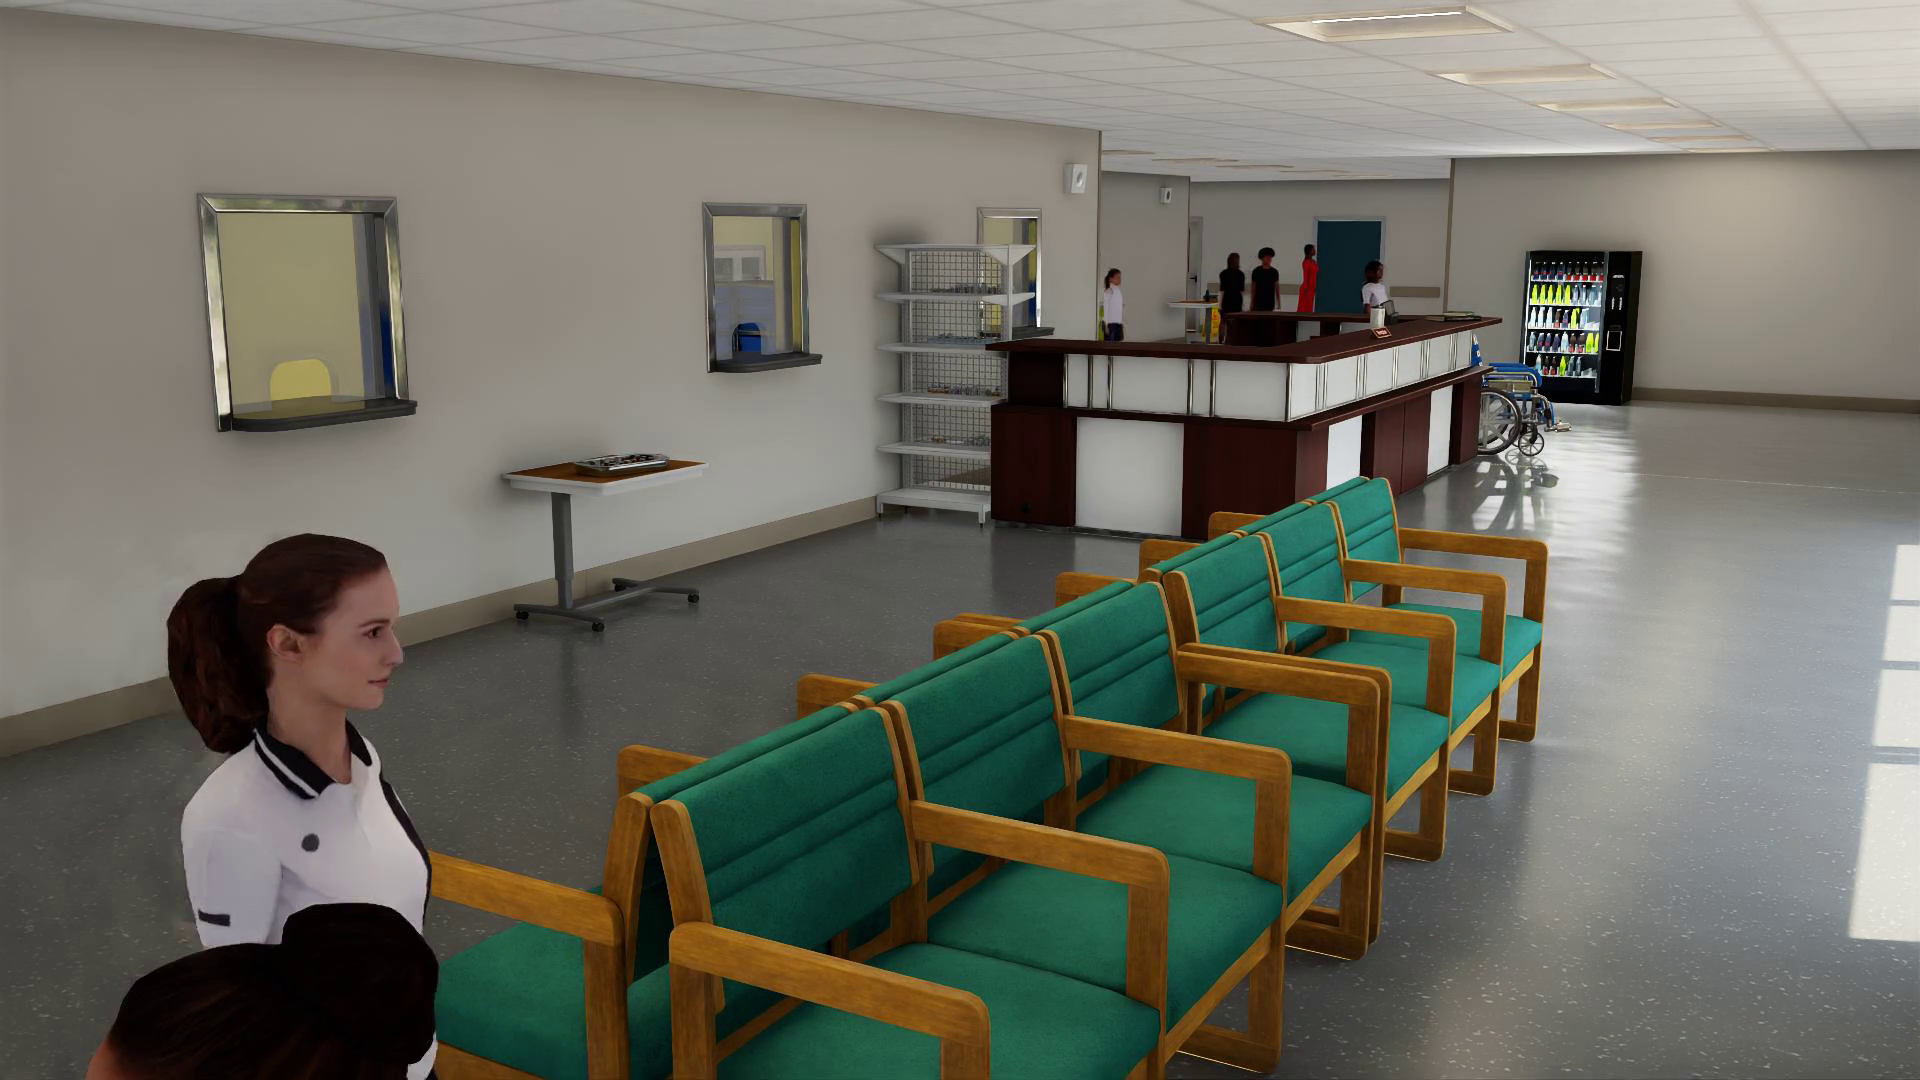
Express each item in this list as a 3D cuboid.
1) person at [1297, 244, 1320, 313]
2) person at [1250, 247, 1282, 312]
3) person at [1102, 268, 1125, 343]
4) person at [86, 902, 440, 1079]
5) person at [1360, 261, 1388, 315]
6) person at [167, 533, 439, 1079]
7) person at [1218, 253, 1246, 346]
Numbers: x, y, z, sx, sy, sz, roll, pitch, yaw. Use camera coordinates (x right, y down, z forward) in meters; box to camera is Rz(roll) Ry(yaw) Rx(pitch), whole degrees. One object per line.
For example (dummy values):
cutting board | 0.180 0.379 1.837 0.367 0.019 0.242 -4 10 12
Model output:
person | 6.617 -4.722 31.612 0.629 1.785 0.646 8 13 36
person | 5.107 -4.028 28.043 1.009 1.753 1.047 -2 11 -10
person | 2.060 -3.000 23.184 0.633 1.546 0.797 -10 15 -43
person | -0.490 1.080 1.327 0.534 1.677 0.661 8 13 36
person | 5.018 -2.533 20.256 0.587 1.719 0.624 9 14 40
person | -0.963 0.862 2.343 1.042 1.727 0.800 1 11 8
person | 4.482 -3.838 27.251 0.961 1.675 0.974 -2 11 -8
